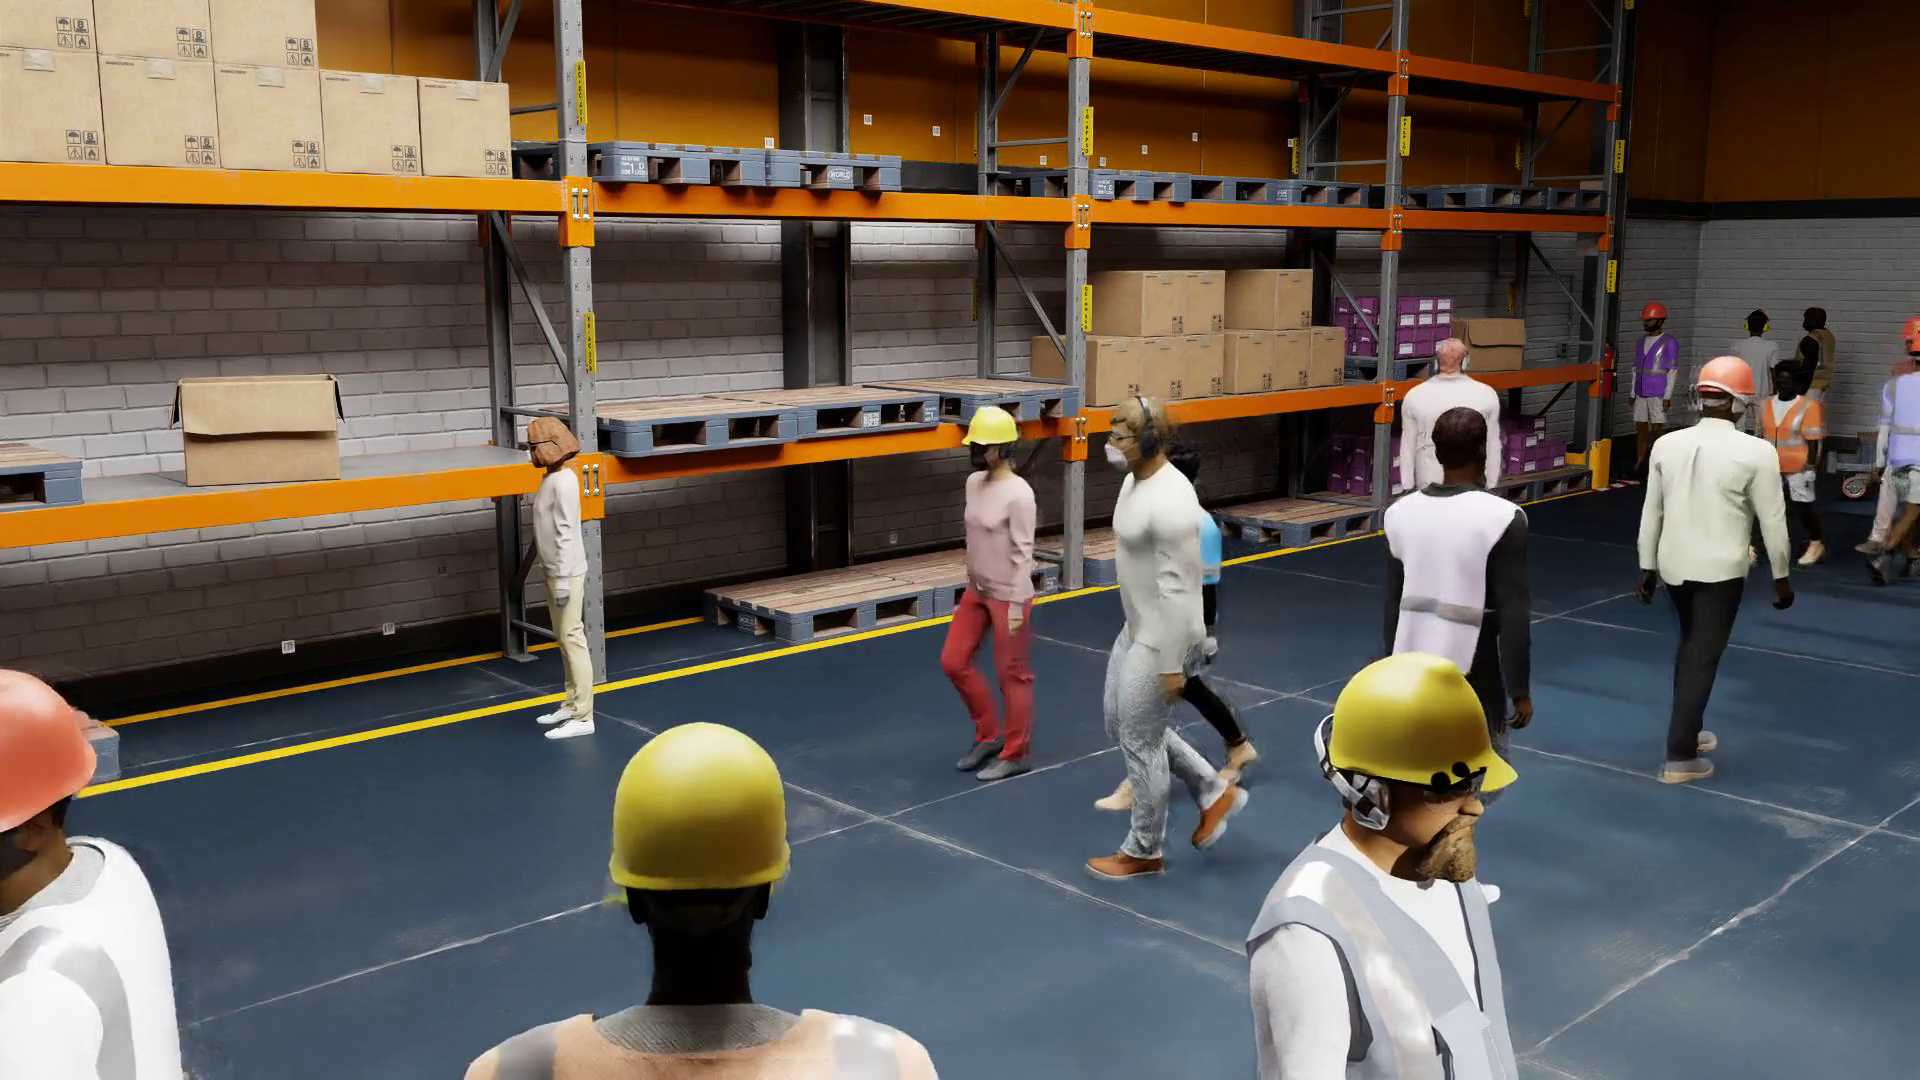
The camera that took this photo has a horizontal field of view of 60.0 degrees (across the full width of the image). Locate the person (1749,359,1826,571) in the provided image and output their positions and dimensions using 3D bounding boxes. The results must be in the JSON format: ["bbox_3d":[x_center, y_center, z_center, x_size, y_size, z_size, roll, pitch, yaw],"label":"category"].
[{"bbox_3d":[6.434,-0.585,12.904,0.884,1.651,0.567,-7,12,-34],"label":"person"}]

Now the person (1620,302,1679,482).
[{"bbox_3d":[7.452,-1.594,17.973,0.360,1.936,0.552,-4,11,-23],"label":"person"}]

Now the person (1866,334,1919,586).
[{"bbox_3d":[7.048,-0.608,12.327,0.930,1.906,0.555,-6,11,-30],"label":"person"}]

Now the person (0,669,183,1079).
[{"bbox_3d":[-1.242,1.083,2.470,0.772,1.894,0.577,-2,10,-13],"label":"person"}]

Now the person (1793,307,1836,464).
[{"bbox_3d":[9.900,-1.784,19.368,0.633,1.842,0.429,-9,13,-43],"label":"person"}]

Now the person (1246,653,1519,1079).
[{"bbox_3d":[0.683,1.073,2.665,0.404,1.831,0.600,7,12,35],"label":"person"}]

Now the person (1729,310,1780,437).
[{"bbox_3d":[8.365,-1.490,17.565,0.507,1.872,0.329,5,11,27],"label":"person"}]

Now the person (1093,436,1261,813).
[{"bbox_3d":[1.013,0.357,7.415,0.880,1.663,0.539,-3,10,-20],"label":"person"}]

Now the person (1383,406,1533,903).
[{"bbox_3d":[1.746,0.471,6.013,0.645,1.893,0.621,-6,11,-31],"label":"person"}]

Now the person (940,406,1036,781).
[{"bbox_3d":[0.139,0.258,7.648,0.427,1.749,0.559,-6,12,-32],"label":"person"}]

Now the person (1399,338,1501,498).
[{"bbox_3d":[3.273,-0.408,11.166,0.655,1.889,0.710,4,11,24],"label":"person"}]

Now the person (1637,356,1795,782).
[{"bbox_3d":[3.571,0.132,7.795,0.796,1.966,0.643,-6,11,-30],"label":"person"}]

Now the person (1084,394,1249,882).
[{"bbox_3d":[0.803,0.388,6.418,0.557,1.916,0.639,-1,10,-5],"label":"person"}]

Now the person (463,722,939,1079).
[{"bbox_3d":[-0.300,1.158,2.067,0.604,1.877,1.014,0,10,-1],"label":"person"}]

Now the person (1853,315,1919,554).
[{"bbox_3d":[7.774,-0.829,13.498,0.833,1.970,0.611,-3,10,-18],"label":"person"}]

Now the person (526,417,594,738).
[{"bbox_3d":[-2.038,0.186,8.462,0.270,1.627,0.502,-4,11,-23],"label":"person"}]
